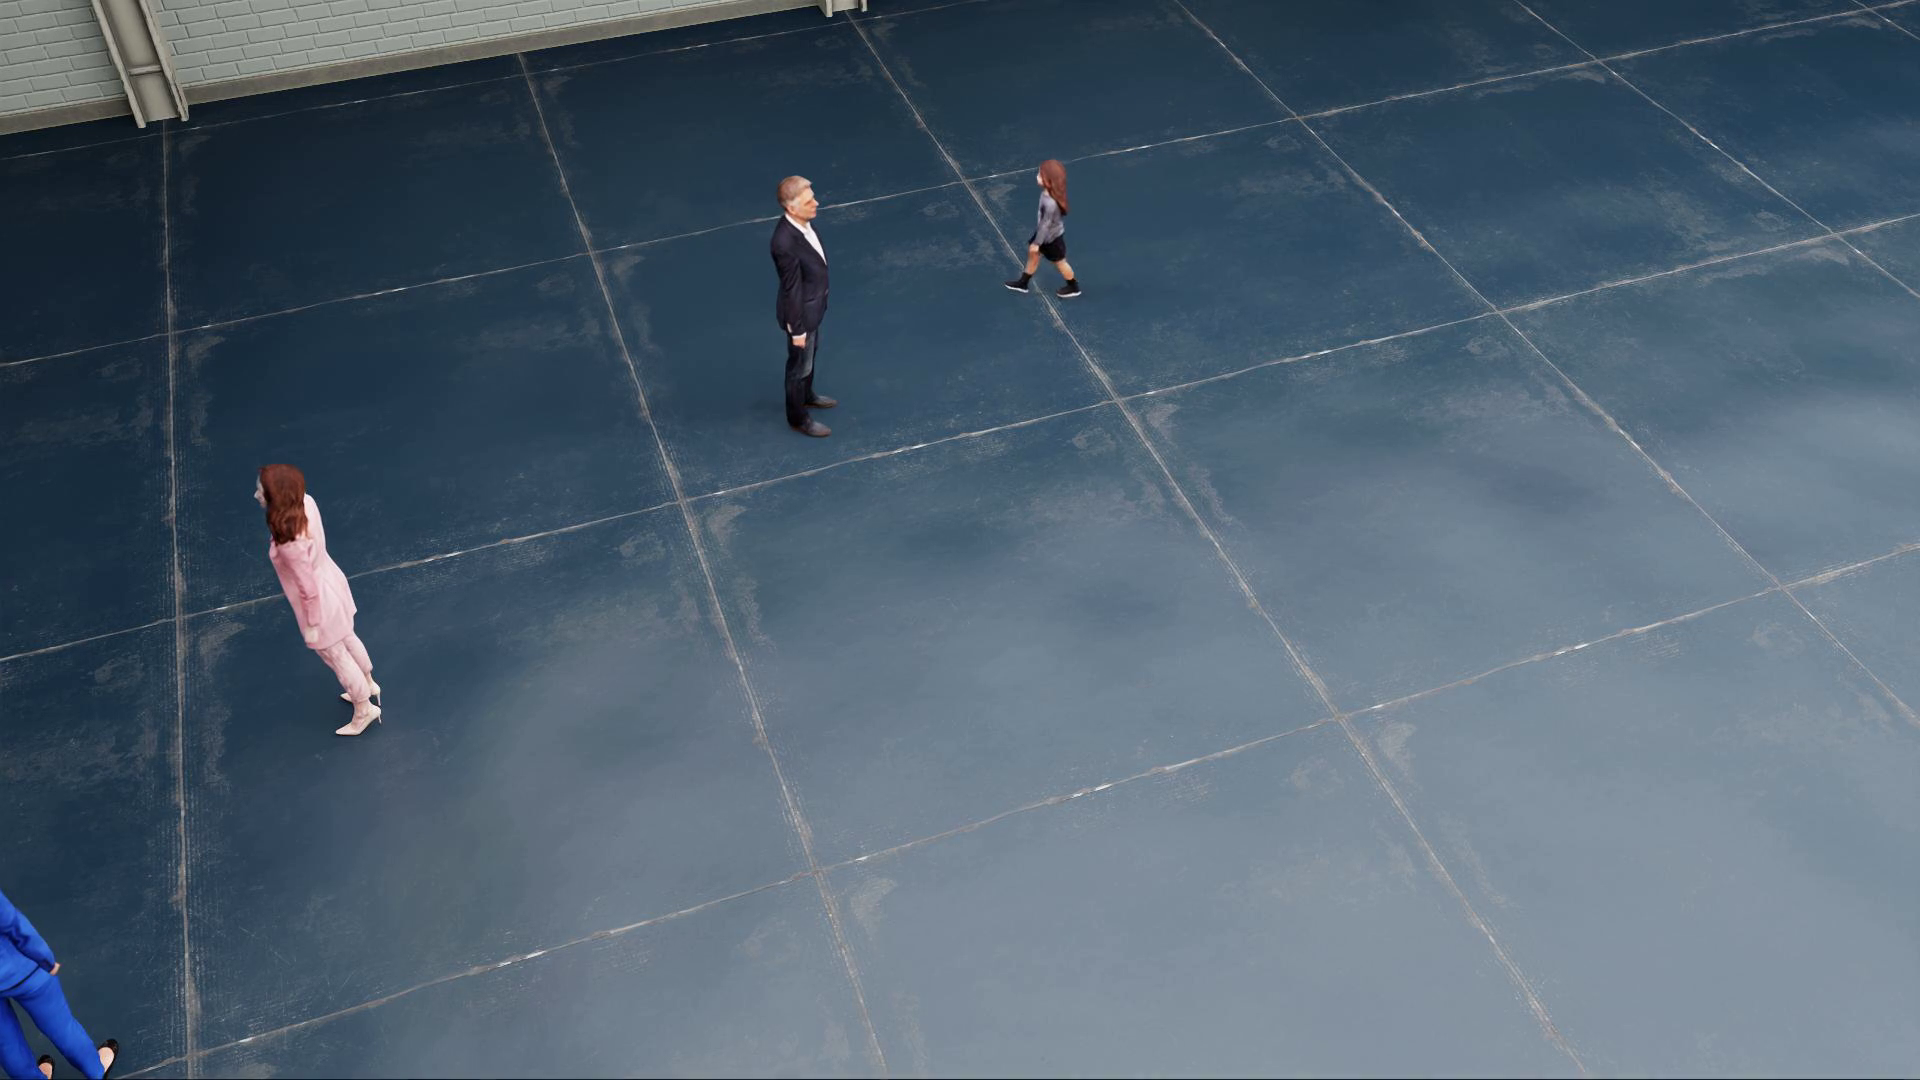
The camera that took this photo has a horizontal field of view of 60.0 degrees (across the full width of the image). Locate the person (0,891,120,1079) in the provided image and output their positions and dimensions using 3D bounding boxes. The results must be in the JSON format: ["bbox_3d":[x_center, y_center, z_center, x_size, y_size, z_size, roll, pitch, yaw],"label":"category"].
[{"bbox_3d":[-4.049,1.841,6.997,0.513,1.700,0.696,-9,44,-9],"label":"person"}]

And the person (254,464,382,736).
[{"bbox_3d":[-3.285,0.308,8.564,0.593,1.803,0.657,-5,43,-5],"label":"person"}]

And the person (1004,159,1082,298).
[{"bbox_3d":[0.689,-2.166,11.742,0.828,1.081,0.613,-2,43,-2],"label":"person"}]

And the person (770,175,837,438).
[{"bbox_3d":[-1.001,-1.496,10.488,0.760,1.814,0.784,5,43,5],"label":"person"}]
